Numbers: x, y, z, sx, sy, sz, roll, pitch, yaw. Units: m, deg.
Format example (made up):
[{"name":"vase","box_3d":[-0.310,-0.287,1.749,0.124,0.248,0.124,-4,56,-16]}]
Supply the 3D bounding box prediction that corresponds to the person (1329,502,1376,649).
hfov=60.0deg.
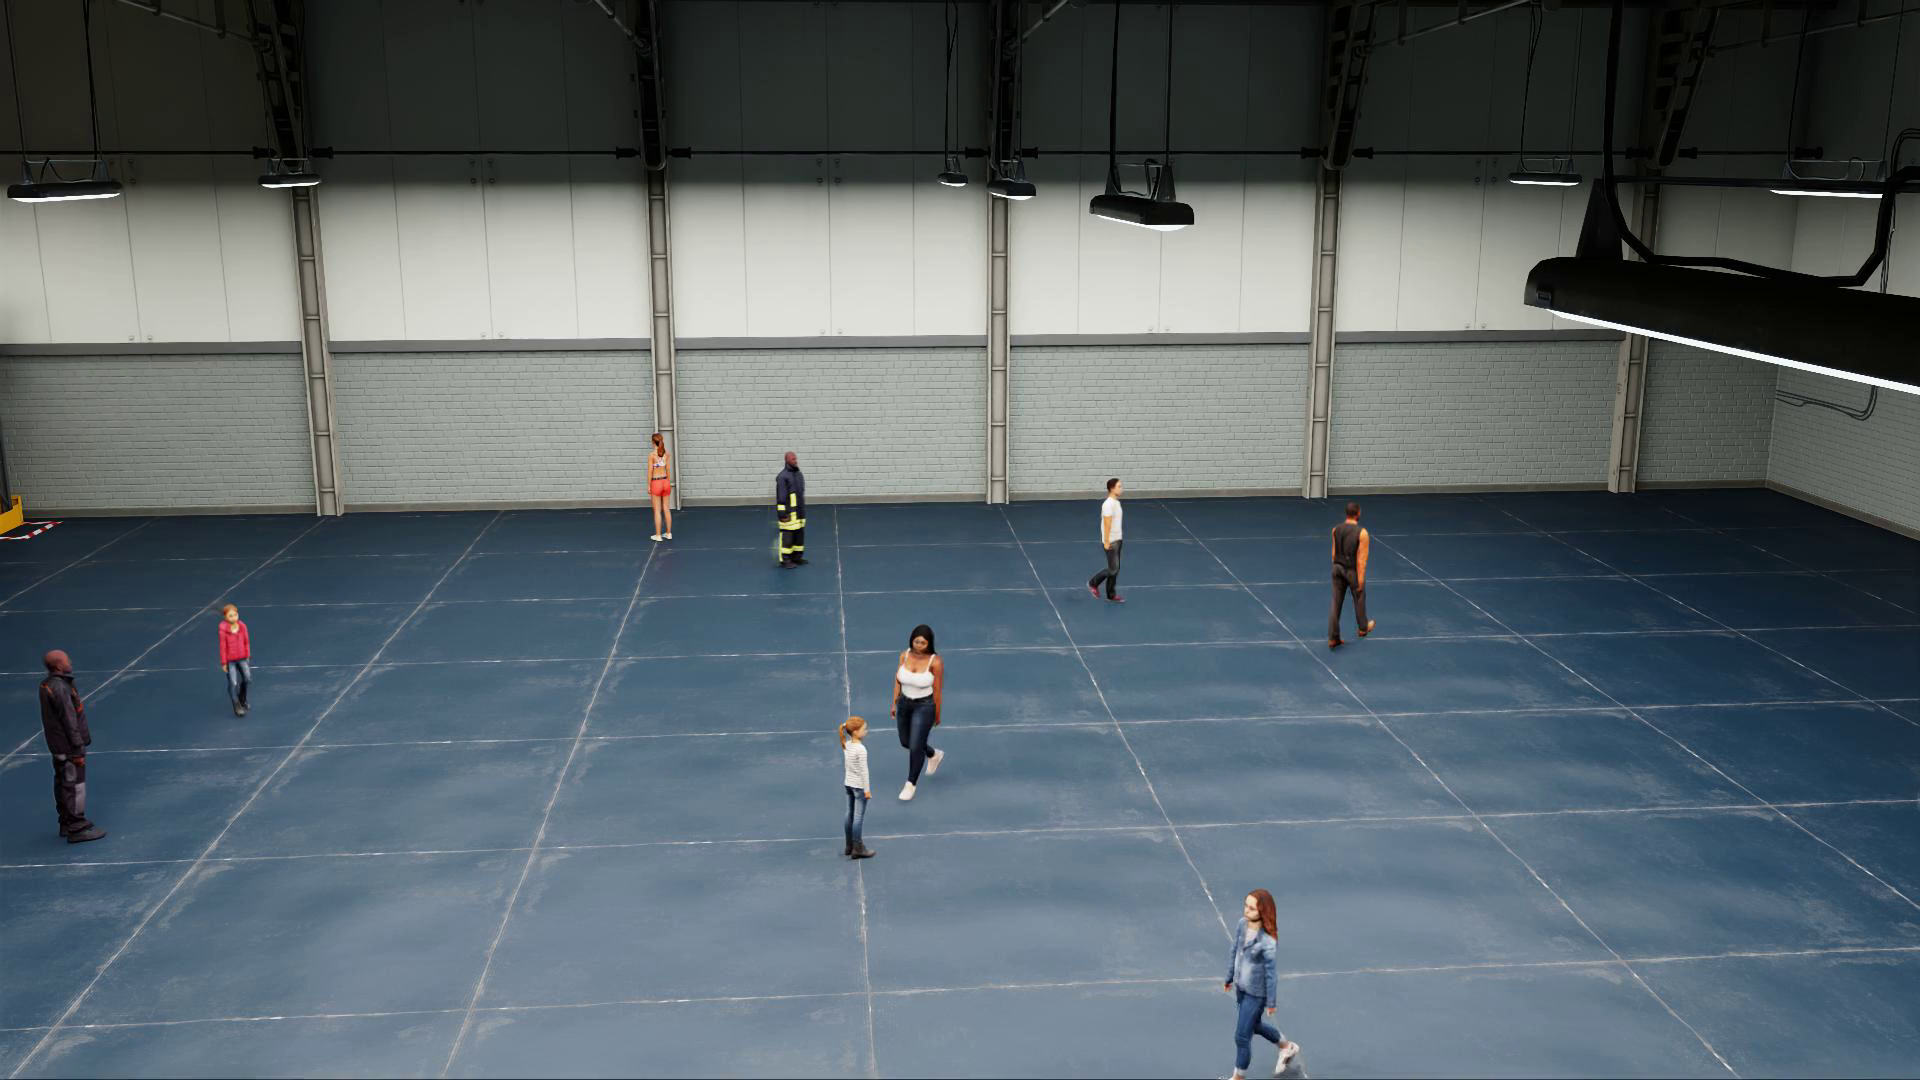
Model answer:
[{"name":"person","box_3d":[4.962,0.485,21.522,1.200,1.866,1.280,12,17,41]}]

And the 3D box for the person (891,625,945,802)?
[{"name":"person","box_3d":[-0.379,1.675,16.580,1.111,1.778,1.124,9,16,33]}]

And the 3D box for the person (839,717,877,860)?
[{"name":"person","box_3d":[-0.953,2.247,15.136,0.573,1.313,0.541,-9,16,-33]}]

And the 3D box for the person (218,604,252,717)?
[{"name":"person","box_3d":[-8.307,1.360,18.981,0.686,1.308,0.621,13,18,43]}]

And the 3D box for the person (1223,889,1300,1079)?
[{"name":"person","box_3d":[2.059,3.055,11.337,1.006,1.454,0.736,-5,14,-21]}]

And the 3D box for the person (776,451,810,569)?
[{"name":"person","box_3d":[-2.630,-0.493,25.843,0.900,1.821,0.857,9,16,33]}]

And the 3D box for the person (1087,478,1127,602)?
[{"name":"person","box_3d":[2.085,0.008,23.740,0.920,1.795,0.833,5,14,22]}]

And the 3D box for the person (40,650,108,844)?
[{"name":"person","box_3d":[-8.346,1.900,15.506,0.798,1.824,0.840,12,18,43]}]

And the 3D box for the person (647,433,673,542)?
[{"name":"person","box_3d":[-4.973,-0.880,27.596,0.632,1.786,0.713,-12,17,-41]}]
